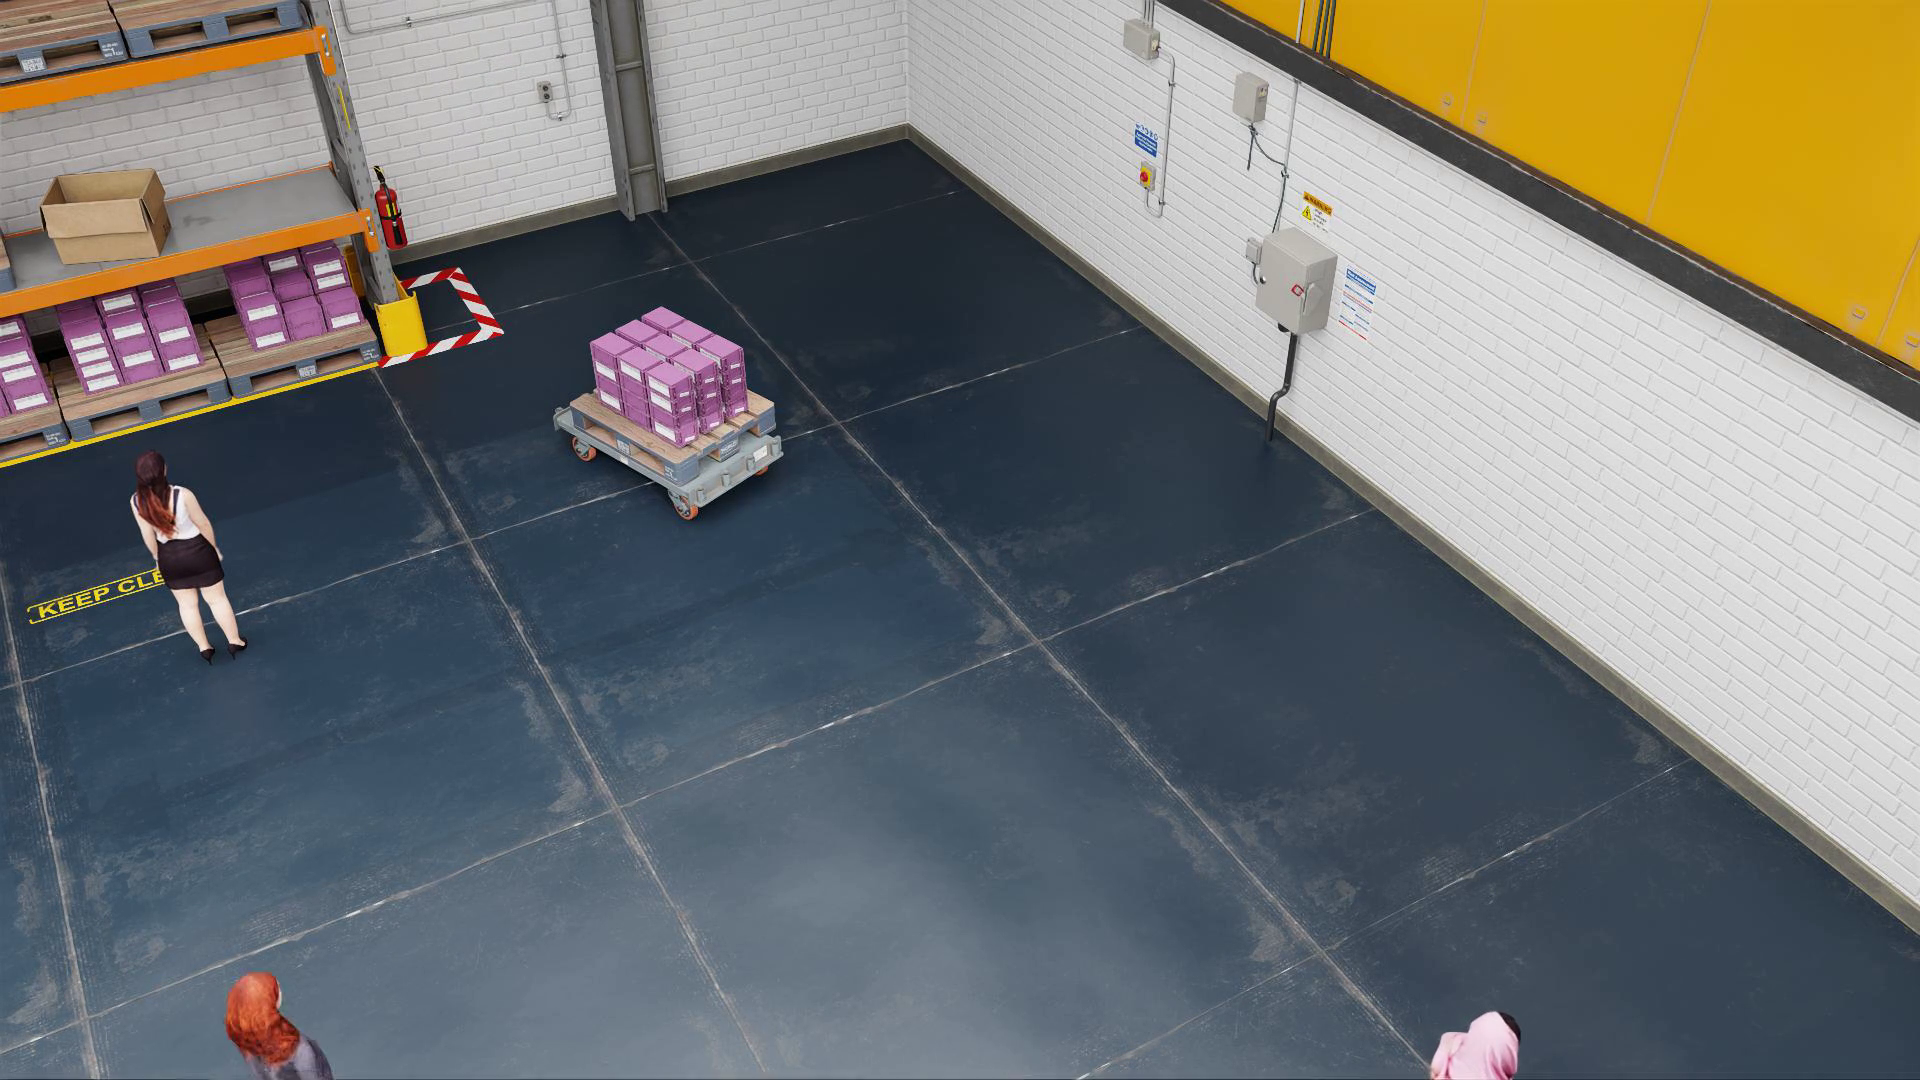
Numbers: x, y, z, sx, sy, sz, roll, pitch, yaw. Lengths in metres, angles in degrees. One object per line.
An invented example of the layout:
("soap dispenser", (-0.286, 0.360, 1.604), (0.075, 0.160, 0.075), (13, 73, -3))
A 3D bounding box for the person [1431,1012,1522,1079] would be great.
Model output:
("person", (2.221, 2.653, 7.452), (0.674, 1.632, 0.730), (-13, 40, -15))

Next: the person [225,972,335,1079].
("person", (-2.972, 2.614, 7.397), (0.726, 1.761, 0.776), (16, 41, 19))

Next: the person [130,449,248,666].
("person", (-4.938, 0.119, 10.612), (0.527, 1.648, 0.665), (-9, 40, -12))
